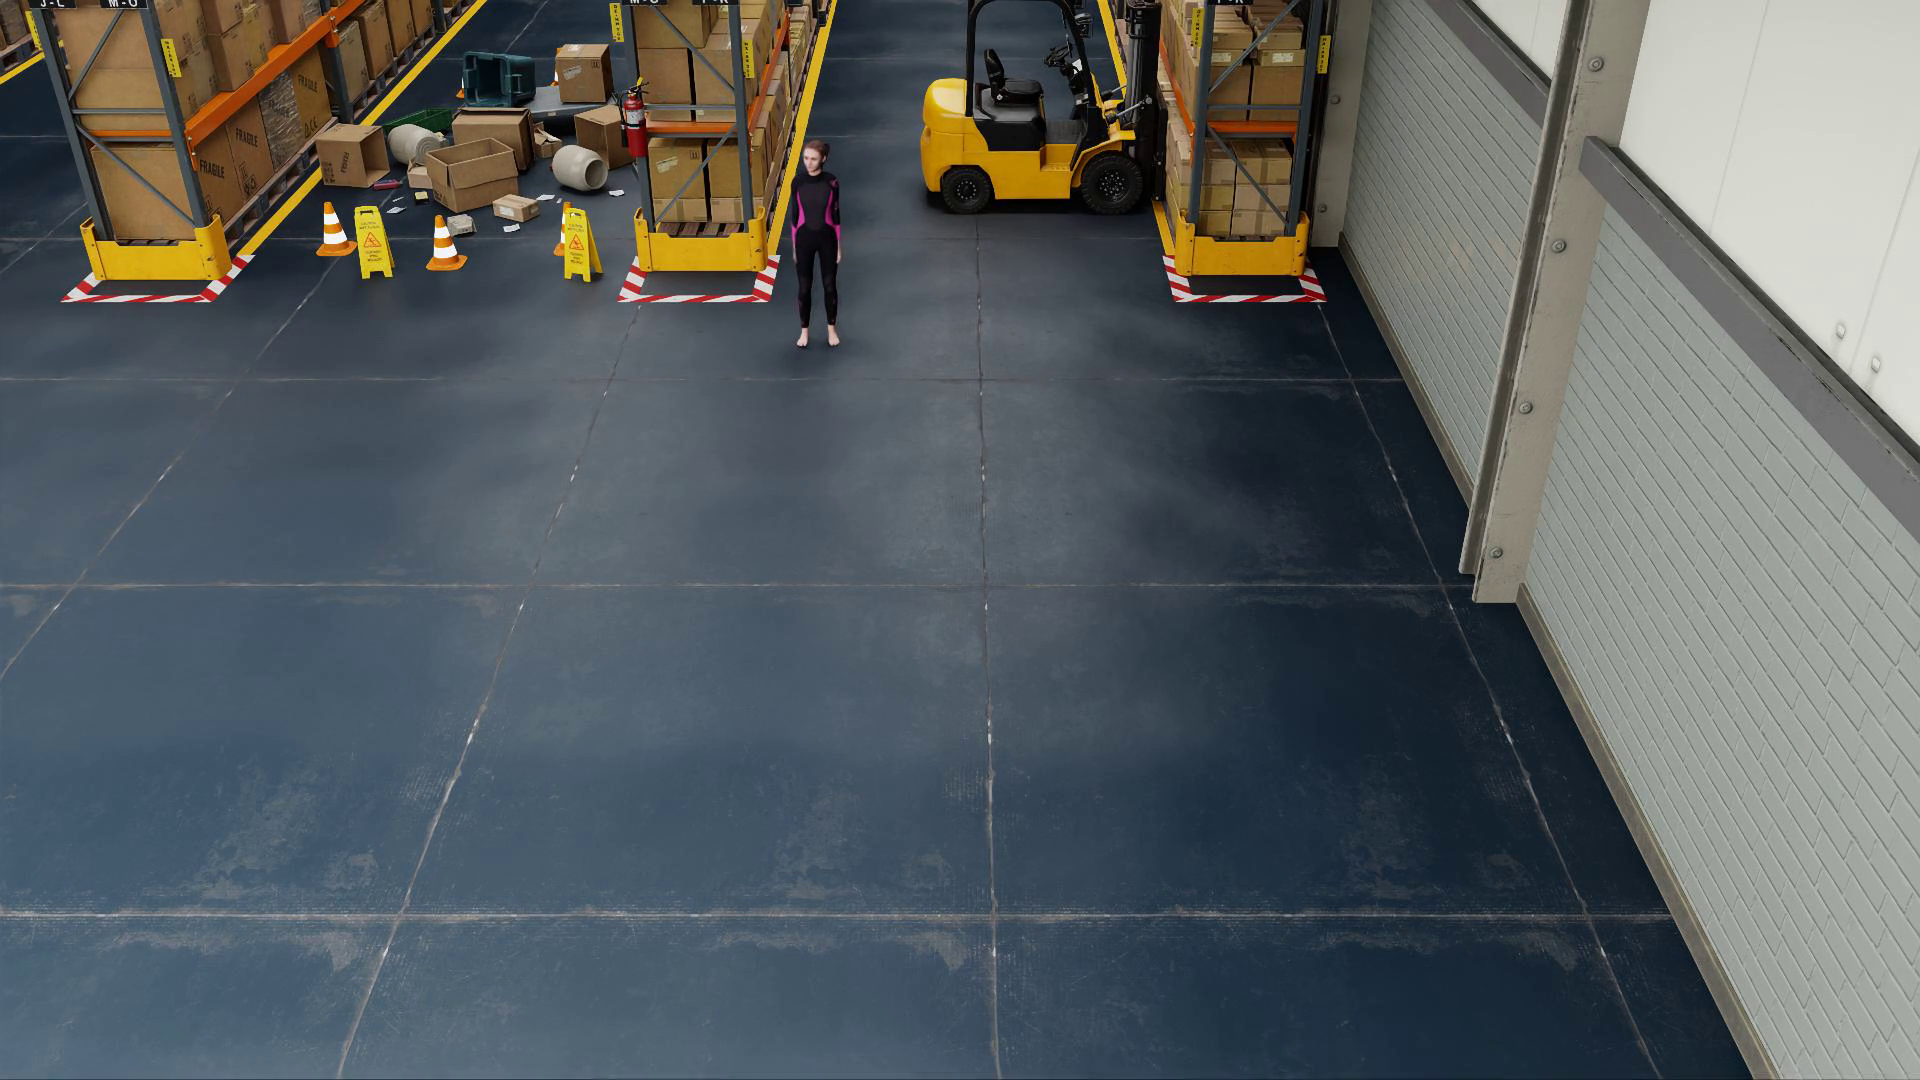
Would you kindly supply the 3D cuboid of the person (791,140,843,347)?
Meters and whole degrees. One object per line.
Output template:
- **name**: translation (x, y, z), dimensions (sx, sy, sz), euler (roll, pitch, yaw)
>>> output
- **person**: translation (-1.172, -2.439, 13.633), dimensions (0.566, 1.748, 0.537), euler (-1, 32, -2)
